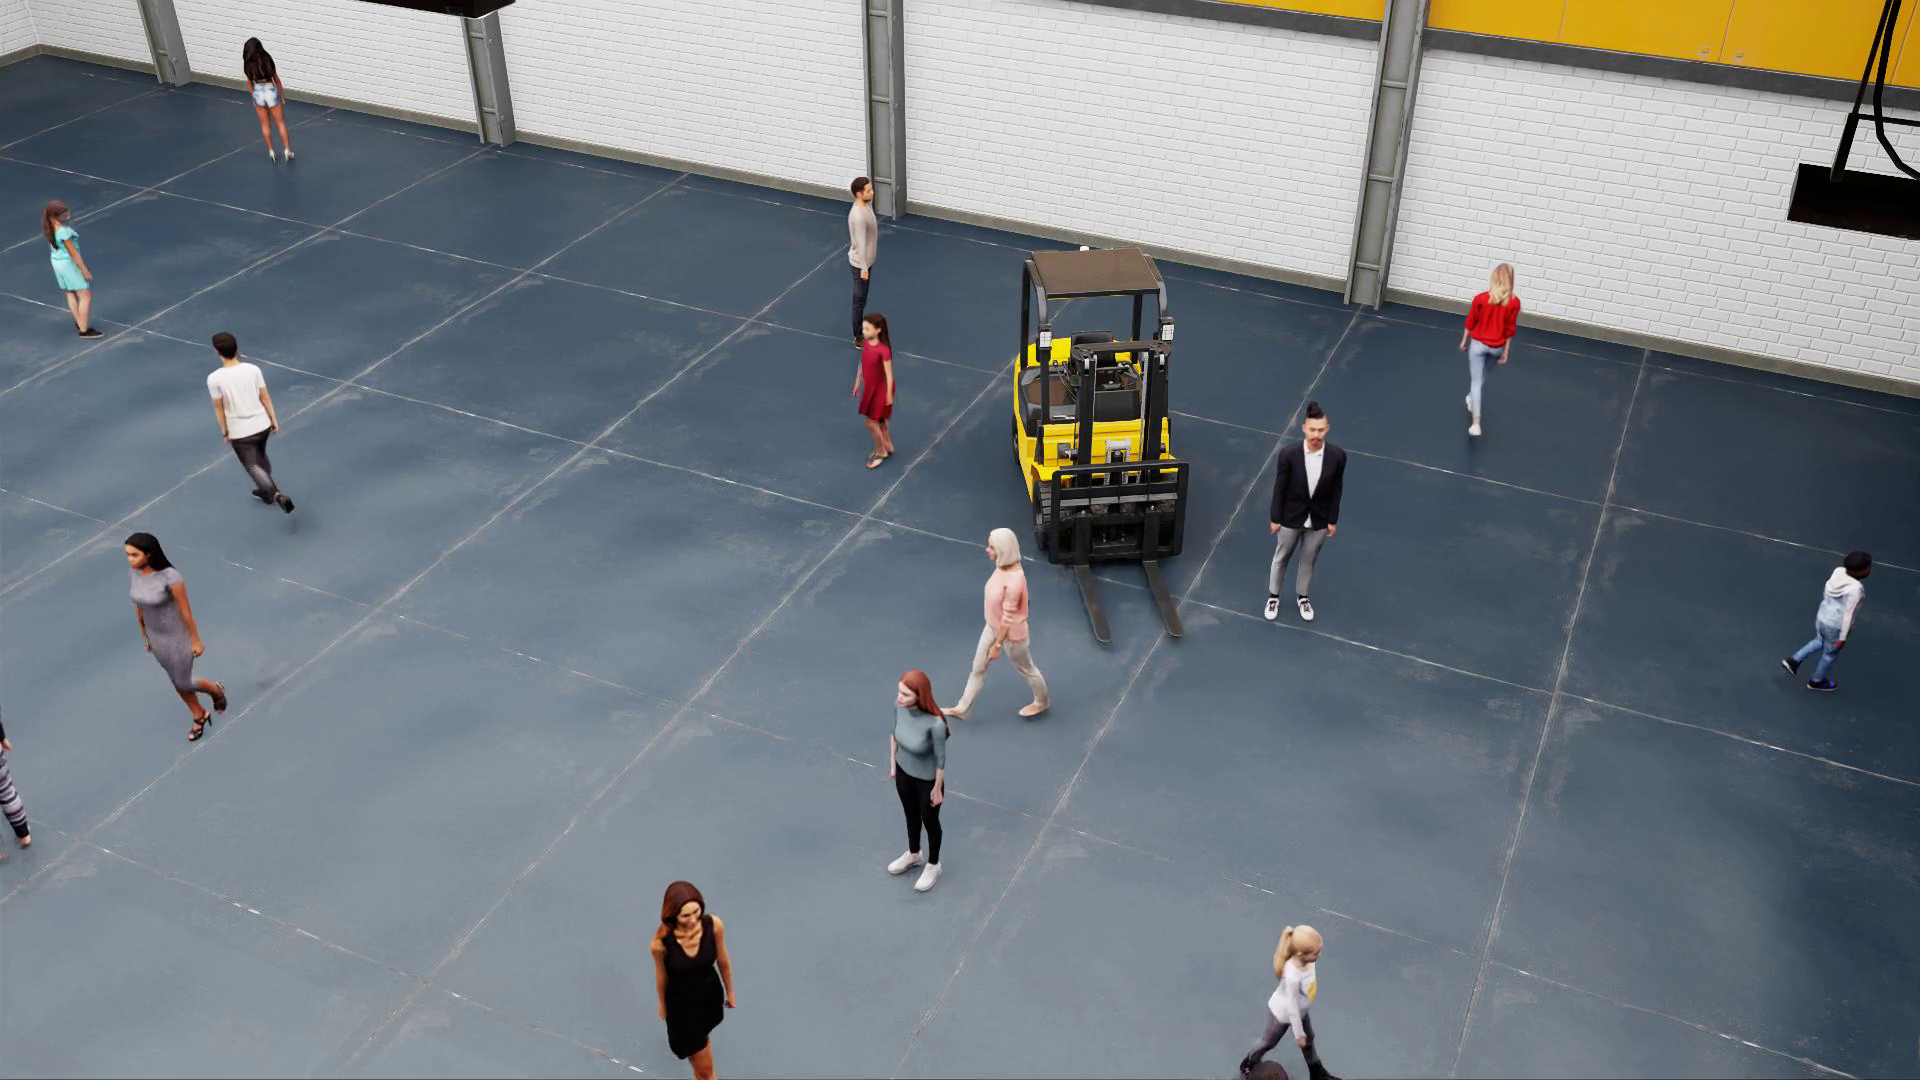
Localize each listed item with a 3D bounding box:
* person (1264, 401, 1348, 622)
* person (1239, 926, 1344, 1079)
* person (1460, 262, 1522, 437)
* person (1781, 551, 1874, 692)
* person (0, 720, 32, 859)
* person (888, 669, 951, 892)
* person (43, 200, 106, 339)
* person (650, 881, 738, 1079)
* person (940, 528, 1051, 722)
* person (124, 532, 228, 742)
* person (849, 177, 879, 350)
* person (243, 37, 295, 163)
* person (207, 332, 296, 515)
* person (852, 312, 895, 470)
[{"bbox_3d":[2.735,-0.231,13.205,0.669,1.949,0.837,2,34,4],"label":"person"},{"bbox_3d":[1.805,2.660,9.482,0.842,1.256,0.554,19,38,26],"label":"person"},{"bbox_3d":[4.997,-1.779,15.790,1.132,1.667,0.954,2,34,3],"label":"person"},{"bbox_3d":[6.559,0.606,12.578,0.734,1.249,0.638,-2,34,-3],"label":"person"},{"bbox_3d":[-6.529,1.384,10.972,0.636,1.733,0.671,29,43,36],"label":"person"},{"bbox_3d":[-0.262,1.534,10.738,0.566,1.742,0.709,28,43,35],"label":"person"},{"bbox_3d":[-9.462,-2.895,17.585,0.506,1.538,0.786,9,35,14],"label":"person"},{"bbox_3d":[-1.500,2.509,9.213,0.996,1.805,1.180,-18,38,-25],"label":"person"},{"bbox_3d":[0.429,0.656,12.120,1.164,1.674,1.072,-10,35,-14],"label":"person"},{"bbox_3d":[-5.626,0.664,12.019,0.677,1.772,0.715,9,35,13],"label":"person"},{"bbox_3d":[-1.018,-2.894,17.288,0.714,1.866,0.739,0,34,0],"label":"person"},{"bbox_3d":[-9.103,-5.780,21.848,0.659,1.623,0.734,-6,34,-9],"label":"person"},{"bbox_3d":[-6.188,-0.959,14.539,0.836,1.685,1.087,-29,43,-36],"label":"person"},{"bbox_3d":[-0.700,-1.429,15.380,0.753,1.537,0.705,-20,39,-27],"label":"person"}]
